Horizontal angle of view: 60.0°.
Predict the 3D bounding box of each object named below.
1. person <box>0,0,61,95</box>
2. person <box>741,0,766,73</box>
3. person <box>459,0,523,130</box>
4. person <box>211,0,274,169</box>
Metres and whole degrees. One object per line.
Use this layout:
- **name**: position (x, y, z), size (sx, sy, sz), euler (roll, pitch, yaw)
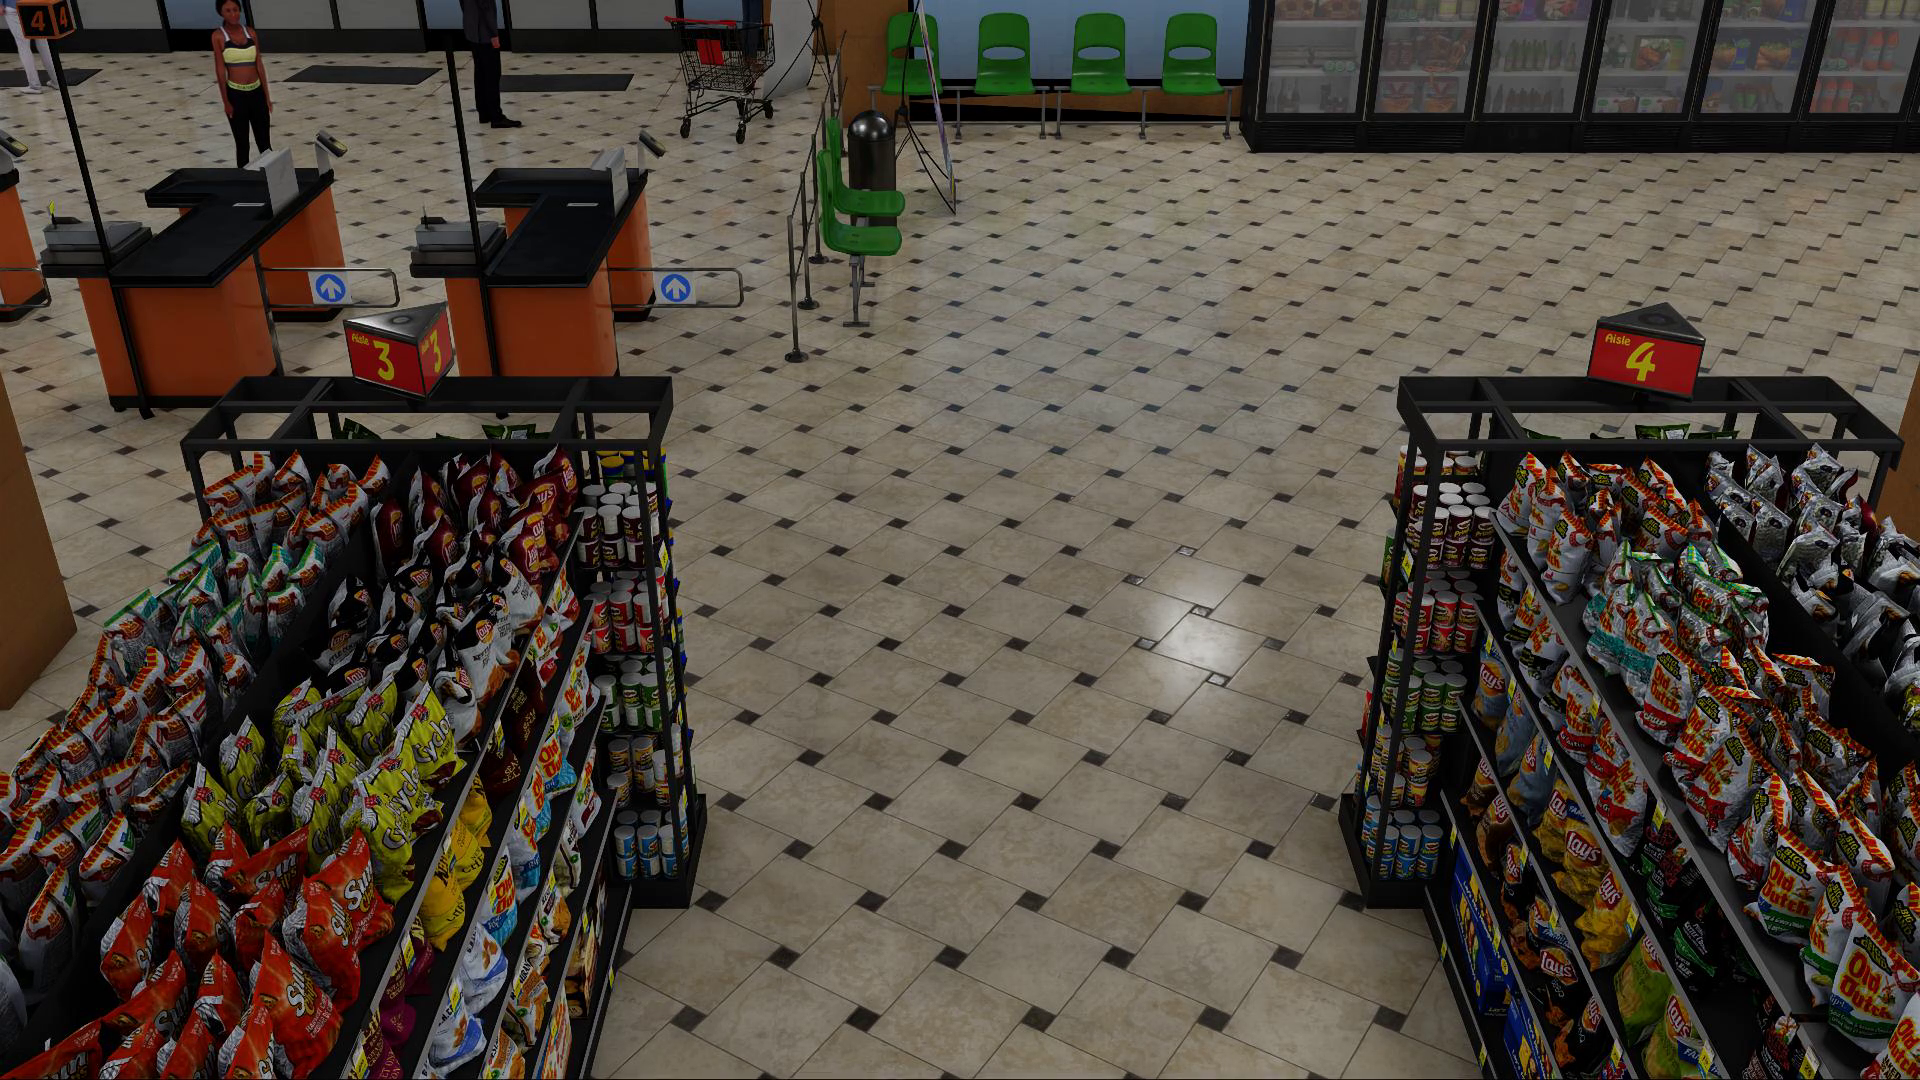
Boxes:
- **person**: position (-9.851, -5.652, 17.431), size (0.806, 1.887, 0.704), euler (17, 33, 29)
- **person**: position (-2.318, -6.108, 18.366), size (0.737, 1.791, 0.621), euler (-15, 32, -26)
- **person**: position (-4.666, -4.986, 16.258), size (0.862, 1.842, 0.775), euler (-21, 35, -33)
- **person**: position (-6.012, -3.699, 13.991), size (0.638, 1.755, 0.694), euler (-24, 37, -37)
